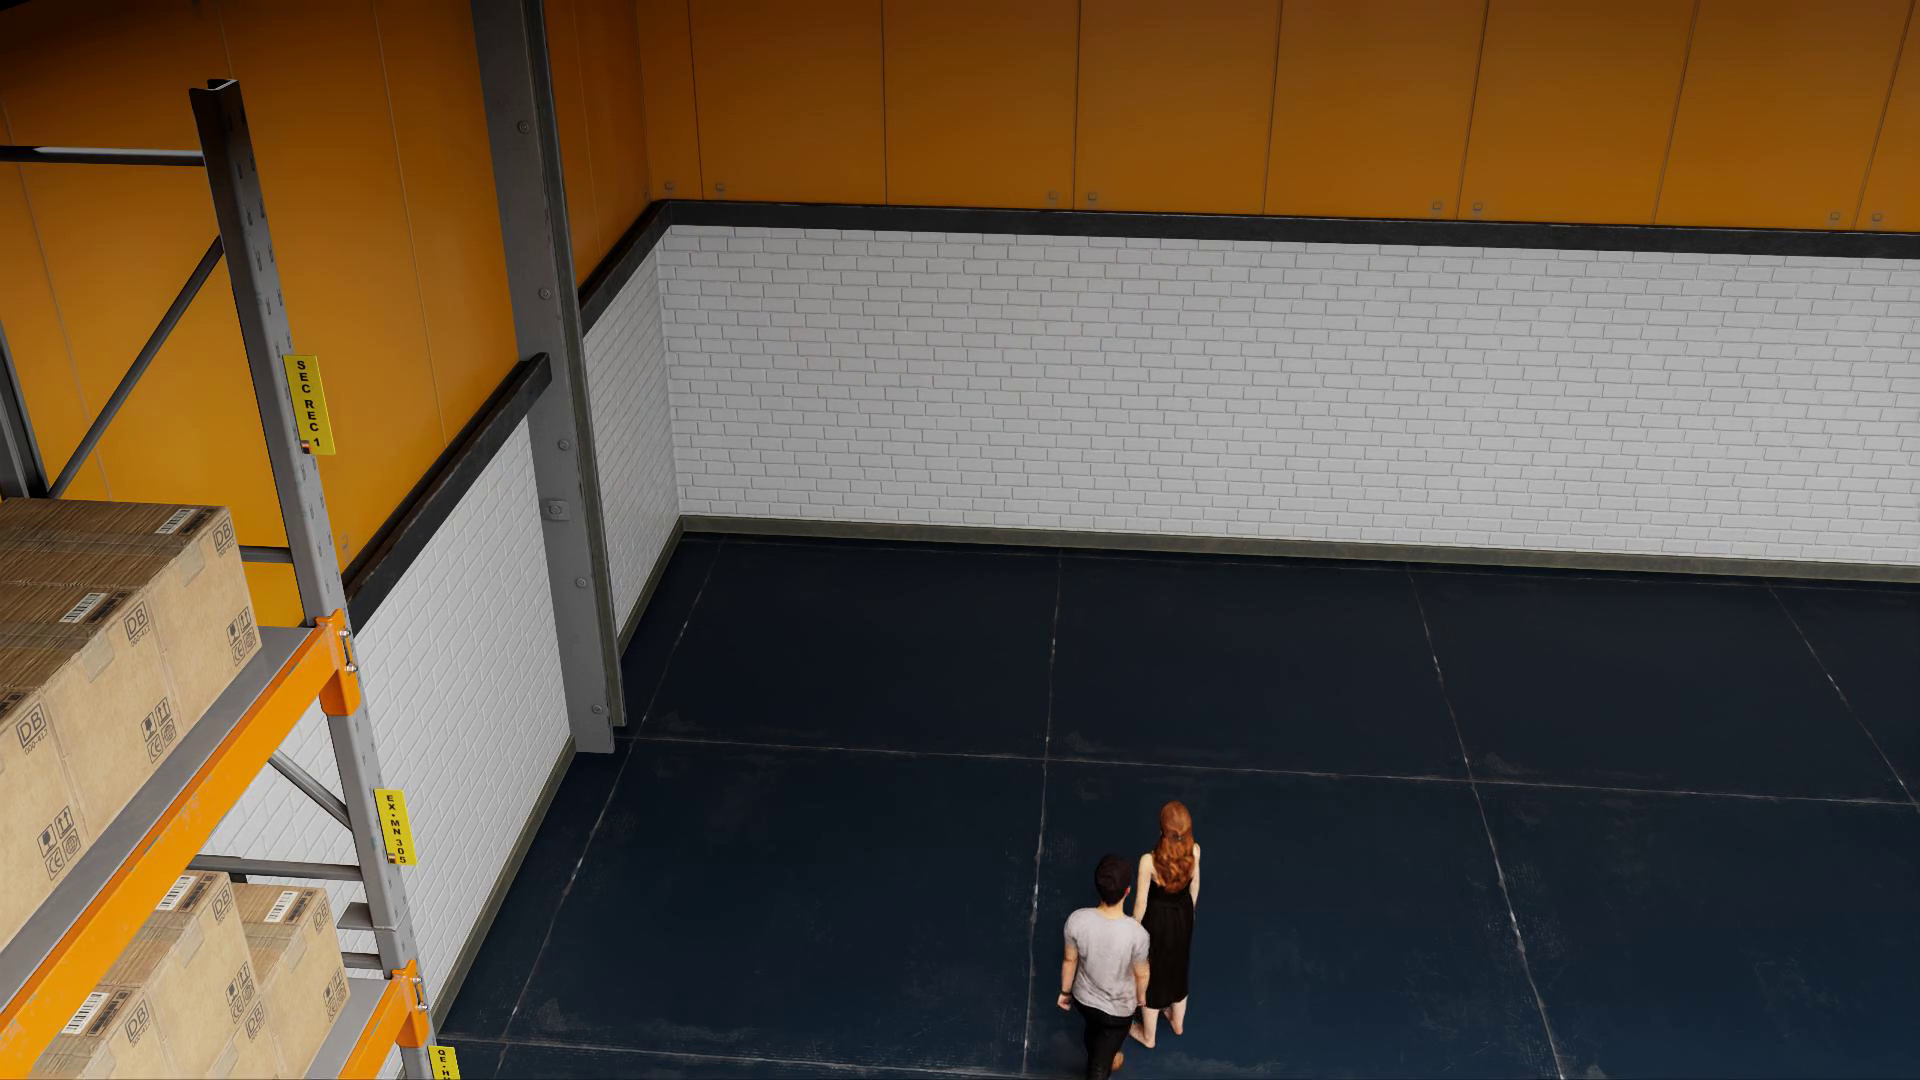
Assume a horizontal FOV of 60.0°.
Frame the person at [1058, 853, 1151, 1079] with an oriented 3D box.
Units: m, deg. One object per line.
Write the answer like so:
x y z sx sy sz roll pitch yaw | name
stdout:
0.716 2.430 8.597 0.913 1.674 1.133 15 32 26 | person

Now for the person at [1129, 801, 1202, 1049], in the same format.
1.135 2.131 9.200 0.688 1.622 0.718 -13 31 -22 | person
